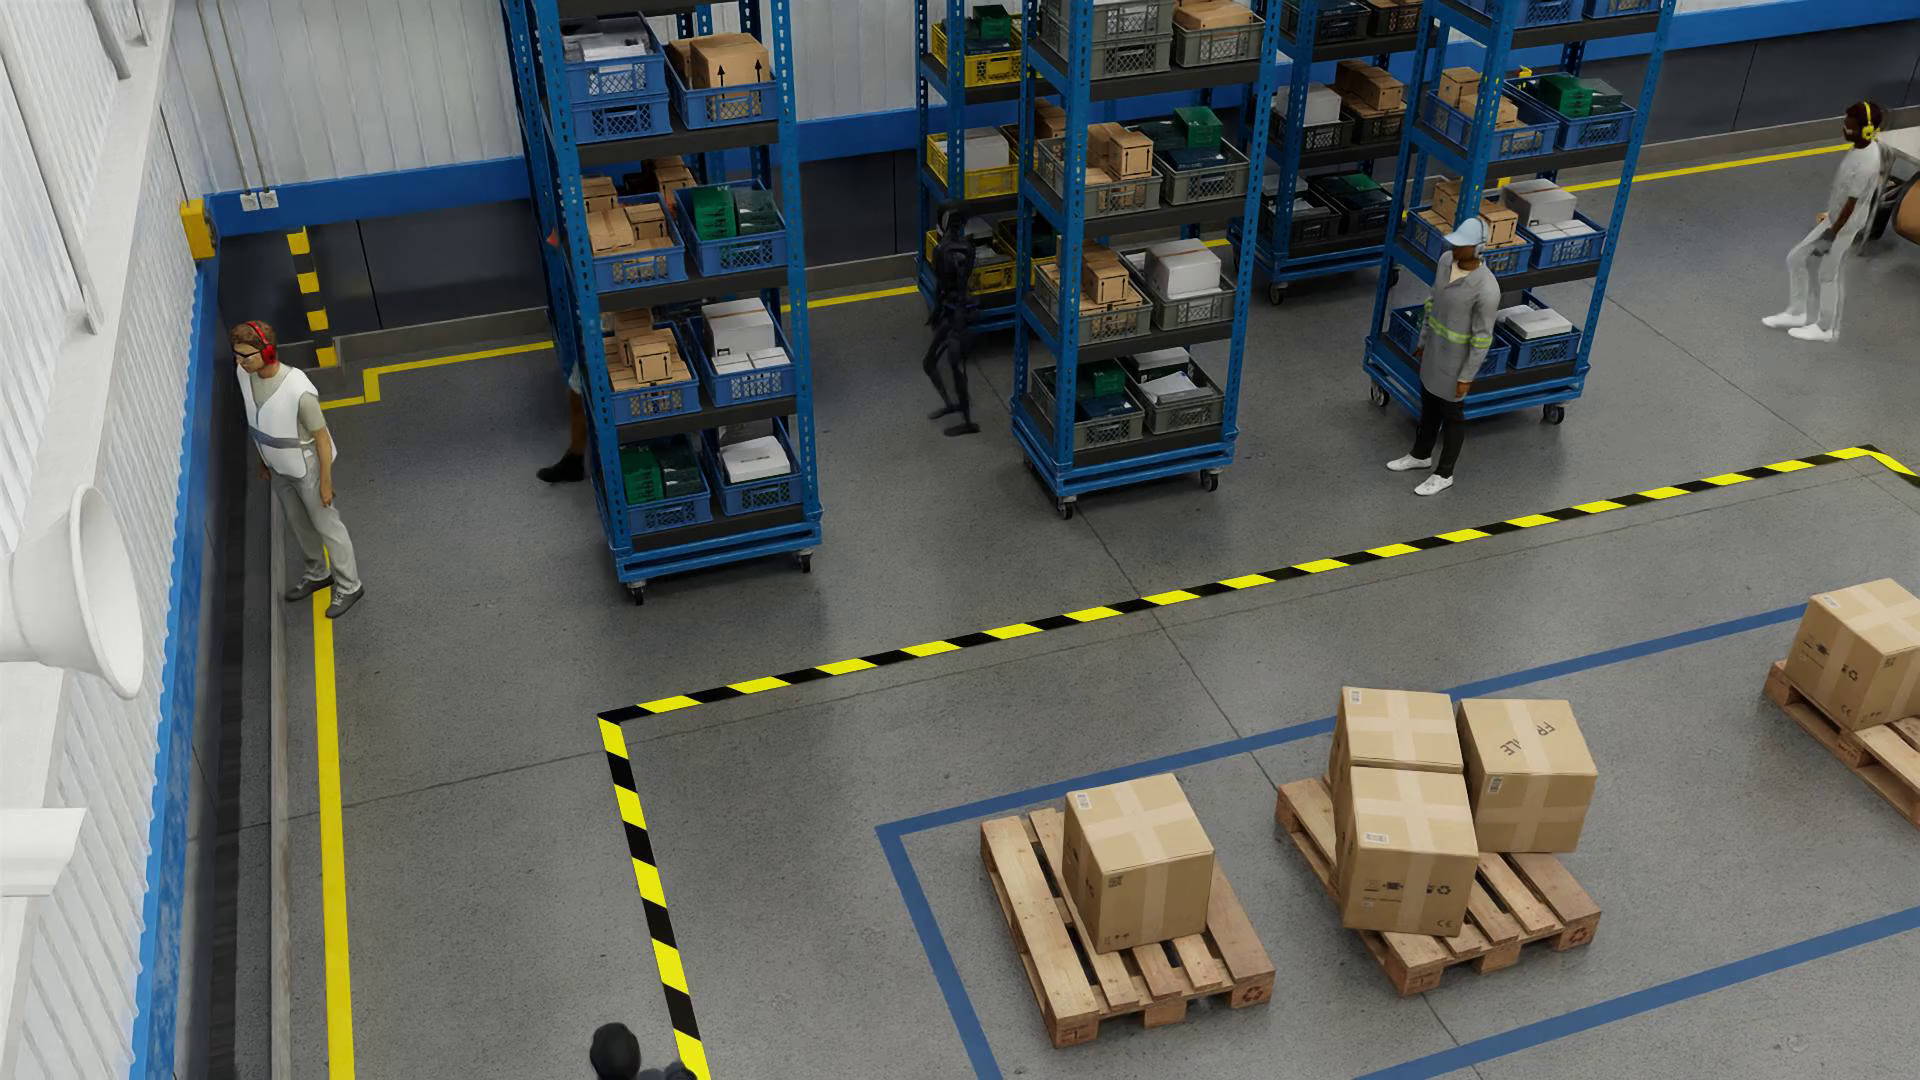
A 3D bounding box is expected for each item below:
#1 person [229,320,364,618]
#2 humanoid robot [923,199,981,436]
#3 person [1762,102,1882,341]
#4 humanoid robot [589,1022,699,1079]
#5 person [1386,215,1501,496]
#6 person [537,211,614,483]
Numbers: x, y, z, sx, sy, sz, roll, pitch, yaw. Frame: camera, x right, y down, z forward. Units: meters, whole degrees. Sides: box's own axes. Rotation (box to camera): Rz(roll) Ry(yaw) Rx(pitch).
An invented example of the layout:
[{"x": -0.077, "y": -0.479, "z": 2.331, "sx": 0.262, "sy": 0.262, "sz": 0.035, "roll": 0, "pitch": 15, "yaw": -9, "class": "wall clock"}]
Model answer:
[{"x": -3.682, "y": -0.407, "z": 9.266, "sx": 0.564, "sy": 1.841, "sz": 0.382, "roll": 20, "pitch": 40, "yaw": 26, "class": "person"}, {"x": -0.046, "y": -1.424, "z": 10.850, "sx": 0.360, "sy": 1.654, "sz": 0.604, "roll": -7, "pitch": 36, "yaw": -10, "class": "humanoid robot"}, {"x": 6.198, "y": -2.250, "z": 11.877, "sx": 0.635, "sy": 1.840, "sz": 0.539, "roll": 10, "pitch": 36, "yaw": 13, "class": "person"}, {"x": -1.070, "y": 2.264, "z": 5.649, "sx": 0.599, "sy": 1.633, "sz": 0.696, "roll": -18, "pitch": 39, "yaw": -24, "class": "humanoid robot"}, {"x": 3.015, "y": -1.143, "z": 10.302, "sx": 0.366, "sy": 1.852, "sz": 0.589, "roll": -12, "pitch": 37, "yaw": -16, "class": "person"}, {"x": -2.335, "y": -1.141, "z": 10.258, "sx": 0.889, "sy": 1.900, "sz": 0.568, "roll": -16, "pitch": 38, "yaw": -22, "class": "person"}]
